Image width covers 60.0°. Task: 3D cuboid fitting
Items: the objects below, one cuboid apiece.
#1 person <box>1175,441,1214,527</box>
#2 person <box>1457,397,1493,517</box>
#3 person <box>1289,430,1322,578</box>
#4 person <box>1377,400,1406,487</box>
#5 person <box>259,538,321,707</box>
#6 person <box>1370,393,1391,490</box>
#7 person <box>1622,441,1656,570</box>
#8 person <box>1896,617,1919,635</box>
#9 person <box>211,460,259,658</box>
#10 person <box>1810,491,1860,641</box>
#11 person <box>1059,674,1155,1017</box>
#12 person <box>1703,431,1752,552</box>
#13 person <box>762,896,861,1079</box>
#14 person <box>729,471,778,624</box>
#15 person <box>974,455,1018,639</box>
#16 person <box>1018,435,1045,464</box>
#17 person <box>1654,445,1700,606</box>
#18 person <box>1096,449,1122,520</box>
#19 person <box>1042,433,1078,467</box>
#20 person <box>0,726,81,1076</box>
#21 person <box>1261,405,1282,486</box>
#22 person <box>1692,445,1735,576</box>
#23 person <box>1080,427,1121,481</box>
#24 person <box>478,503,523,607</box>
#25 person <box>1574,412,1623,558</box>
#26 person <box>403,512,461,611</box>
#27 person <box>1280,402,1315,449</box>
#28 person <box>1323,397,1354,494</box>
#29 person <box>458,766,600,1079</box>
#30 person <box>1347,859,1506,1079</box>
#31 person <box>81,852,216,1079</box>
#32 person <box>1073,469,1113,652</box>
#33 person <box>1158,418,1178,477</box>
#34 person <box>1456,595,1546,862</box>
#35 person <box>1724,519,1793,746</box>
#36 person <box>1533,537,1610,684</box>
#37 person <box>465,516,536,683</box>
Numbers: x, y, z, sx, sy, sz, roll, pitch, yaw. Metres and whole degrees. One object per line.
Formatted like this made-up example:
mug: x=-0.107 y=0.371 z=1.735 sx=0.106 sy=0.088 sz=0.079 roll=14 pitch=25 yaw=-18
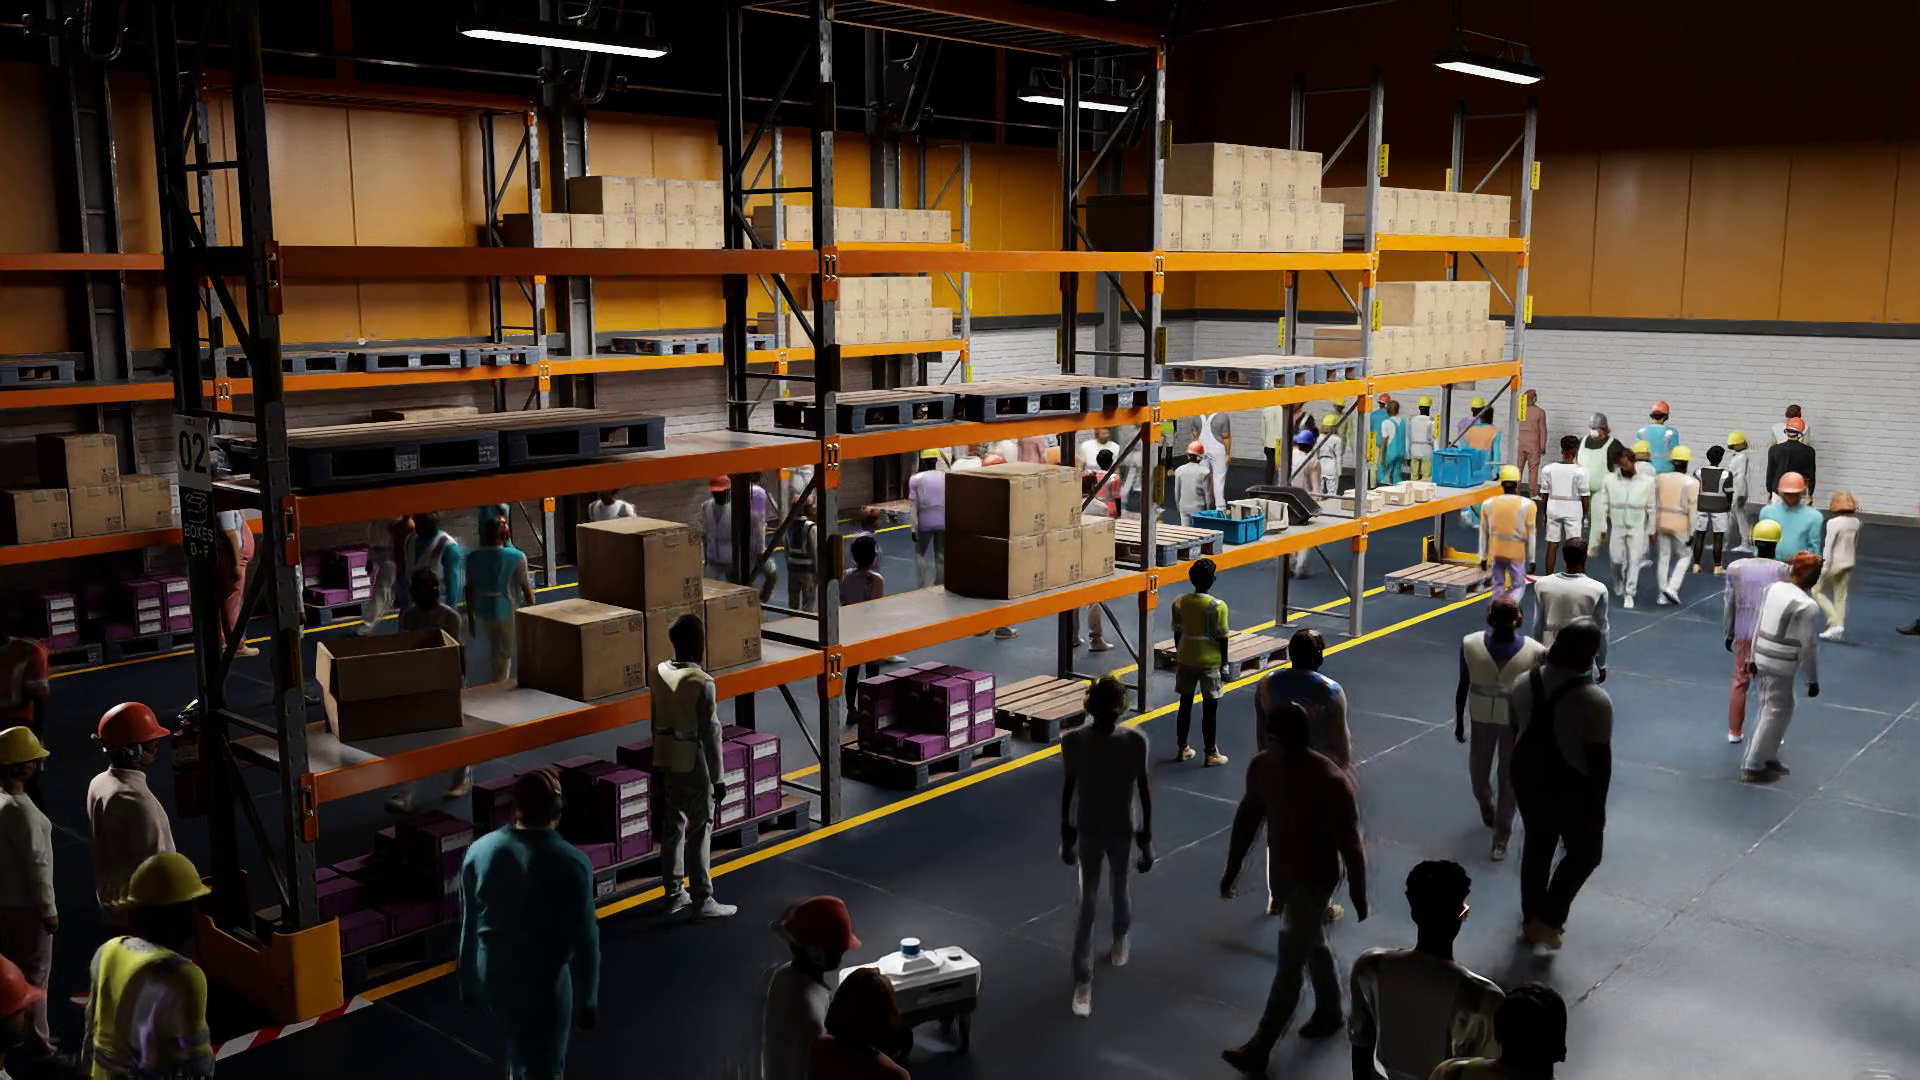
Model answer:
person: x=3.050 y=-0.413 z=21.592 sx=0.563 sy=1.755 sz=0.320 roll=8 pitch=12 yaw=40
person: x=8.194 y=-1.314 z=26.460 sx=0.587 sy=1.930 sz=0.359 roll=8 pitch=12 yaw=40
person: x=4.369 y=-0.453 z=21.395 sx=0.612 sy=1.911 sz=0.569 roll=7 pitch=12 yaw=37
person: x=7.041 y=-1.365 z=27.071 sx=0.527 sy=1.833 sz=0.398 roll=-3 pitch=10 yaw=-19
person: x=-6.149 y=0.568 z=15.193 sx=0.545 sy=1.942 sz=0.349 roll=8 pitch=12 yaw=40
person: x=7.473 y=-1.716 z=29.385 sx=0.563 sy=1.752 sz=0.326 roll=8 pitch=12 yaw=40
person: x=8.971 y=-0.467 z=22.080 sx=0.492 sy=1.690 sz=0.775 roll=8 pitch=12 yaw=39
person: x=10.721 y=0.109 z=18.047 sx=0.849 sy=1.906 sz=0.569 roll=3 pitch=10 yaw=15
person: x=-7.561 y=0.189 z=17.156 sx=0.684 sy=2.000 sz=0.538 roll=8 pitch=12 yaw=40
person: x=9.380 y=0.285 z=17.818 sx=0.535 sy=1.620 sz=0.340 roll=-5 pitch=11 yaw=-26
person: x=0.823 y=1.620 z=9.287 sx=0.531 sy=1.823 sz=0.903 roll=1 pitch=10 yaw=4
person: x=10.784 y=-0.674 z=23.292 sx=0.761 sy=1.698 sz=0.544 roll=3 pitch=10 yaw=20
person: x=-0.607 y=2.178 z=6.335 sx=0.932 sy=1.698 sz=0.569 roll=-3 pitch=10 yaw=-17
person: x=-2.231 y=0.042 z=18.098 sx=0.569 sy=2.018 sz=0.628 roll=-9 pitch=13 yaw=-44
person: x=0.357 y=0.075 z=17.975 sx=0.612 sy=1.995 sz=0.377 roll=8 pitch=12 yaw=40
person: x=1.114 y=-1.085 z=25.575 sx=0.525 sy=1.772 sz=0.304 roll=8 pitch=12 yaw=40
person: x=8.434 y=-0.162 z=19.626 sx=0.408 sy=1.914 sz=0.585 roll=-8 pitch=12 yaw=-40
person: x=1.844 y=-0.317 z=21.199 sx=0.535 sy=1.699 sz=0.318 roll=8 pitch=12 yaw=40
person: x=1.367 y=-0.618 z=22.303 sx=0.587 sy=1.930 sz=0.359 roll=8 pitch=12 yaw=40
person: x=-4.681 y=1.800 z=8.358 sx=0.525 sy=1.769 sz=0.310 roll=8 pitch=12 yaw=40
person: x=5.345 y=-1.591 z=27.923 sx=0.612 sy=1.995 sz=0.377 roll=8 pitch=12 yaw=40
person: x=9.772 y=-0.386 z=21.613 sx=0.535 sy=1.697 sz=0.318 roll=8 pitch=12 yaw=40
person: x=1.993 y=-0.747 z=23.460 sx=0.586 sy=1.797 sz=0.932 roll=-2 pitch=10 yaw=-9
person: x=-5.425 y=-0.070 z=19.414 sx=0.505 sy=1.805 sz=0.625 roll=8 pitch=12 yaw=38
person: x=8.846 y=-0.803 z=23.076 sx=0.768 sy=2.000 sz=0.687 roll=-9 pitch=13 yaw=-42
person: x=-4.919 y=0.578 z=15.470 sx=0.644 sy=1.827 sz=0.443 roll=5 pitch=11 yaw=28
person: x=5.563 y=-1.470 z=27.182 sx=0.906 sy=2.008 sz=0.641 roll=-8 pitch=12 yaw=-38
person: x=6.636 y=-1.669 z=29.207 sx=0.535 sy=1.716 sz=0.891 roll=-1 pitch=10 yaw=-6
person: x=-1.918 y=1.951 z=7.214 sx=0.660 sy=1.865 sz=0.794 roll=4 pitch=10 yaw=23
person: x=1.687 y=2.097 z=5.985 sx=0.607 sy=1.967 sz=0.367 roll=8 pitch=12 yaw=40
person: x=-3.032 y=2.109 z=6.238 sx=0.599 sy=1.865 sz=0.969 roll=7 pitch=12 yaw=37
person: x=1.344 y=0.214 z=17.425 sx=0.651 sy=1.907 sz=0.402 roll=8 pitch=12 yaw=40
person: x=3.900 y=-2.047 z=31.534 sx=0.535 sy=1.697 sz=0.318 roll=8 pitch=12 yaw=40
person: x=3.731 y=1.249 z=11.468 sx=0.591 sy=1.830 sz=0.611 roll=4 pitch=10 yaw=23
person: x=6.706 y=0.783 z=13.942 sx=0.587 sy=1.930 sz=0.359 roll=8 pitch=12 yaw=40
person: x=4.809 y=0.923 z=13.130 sx=0.593 sy=1.922 sz=0.391 roll=8 pitch=12 yaw=40
person: x=-4.064 y=0.682 z=14.907 sx=0.591 sy=1.808 sz=0.857 roll=3 pitch=10 yaw=15
